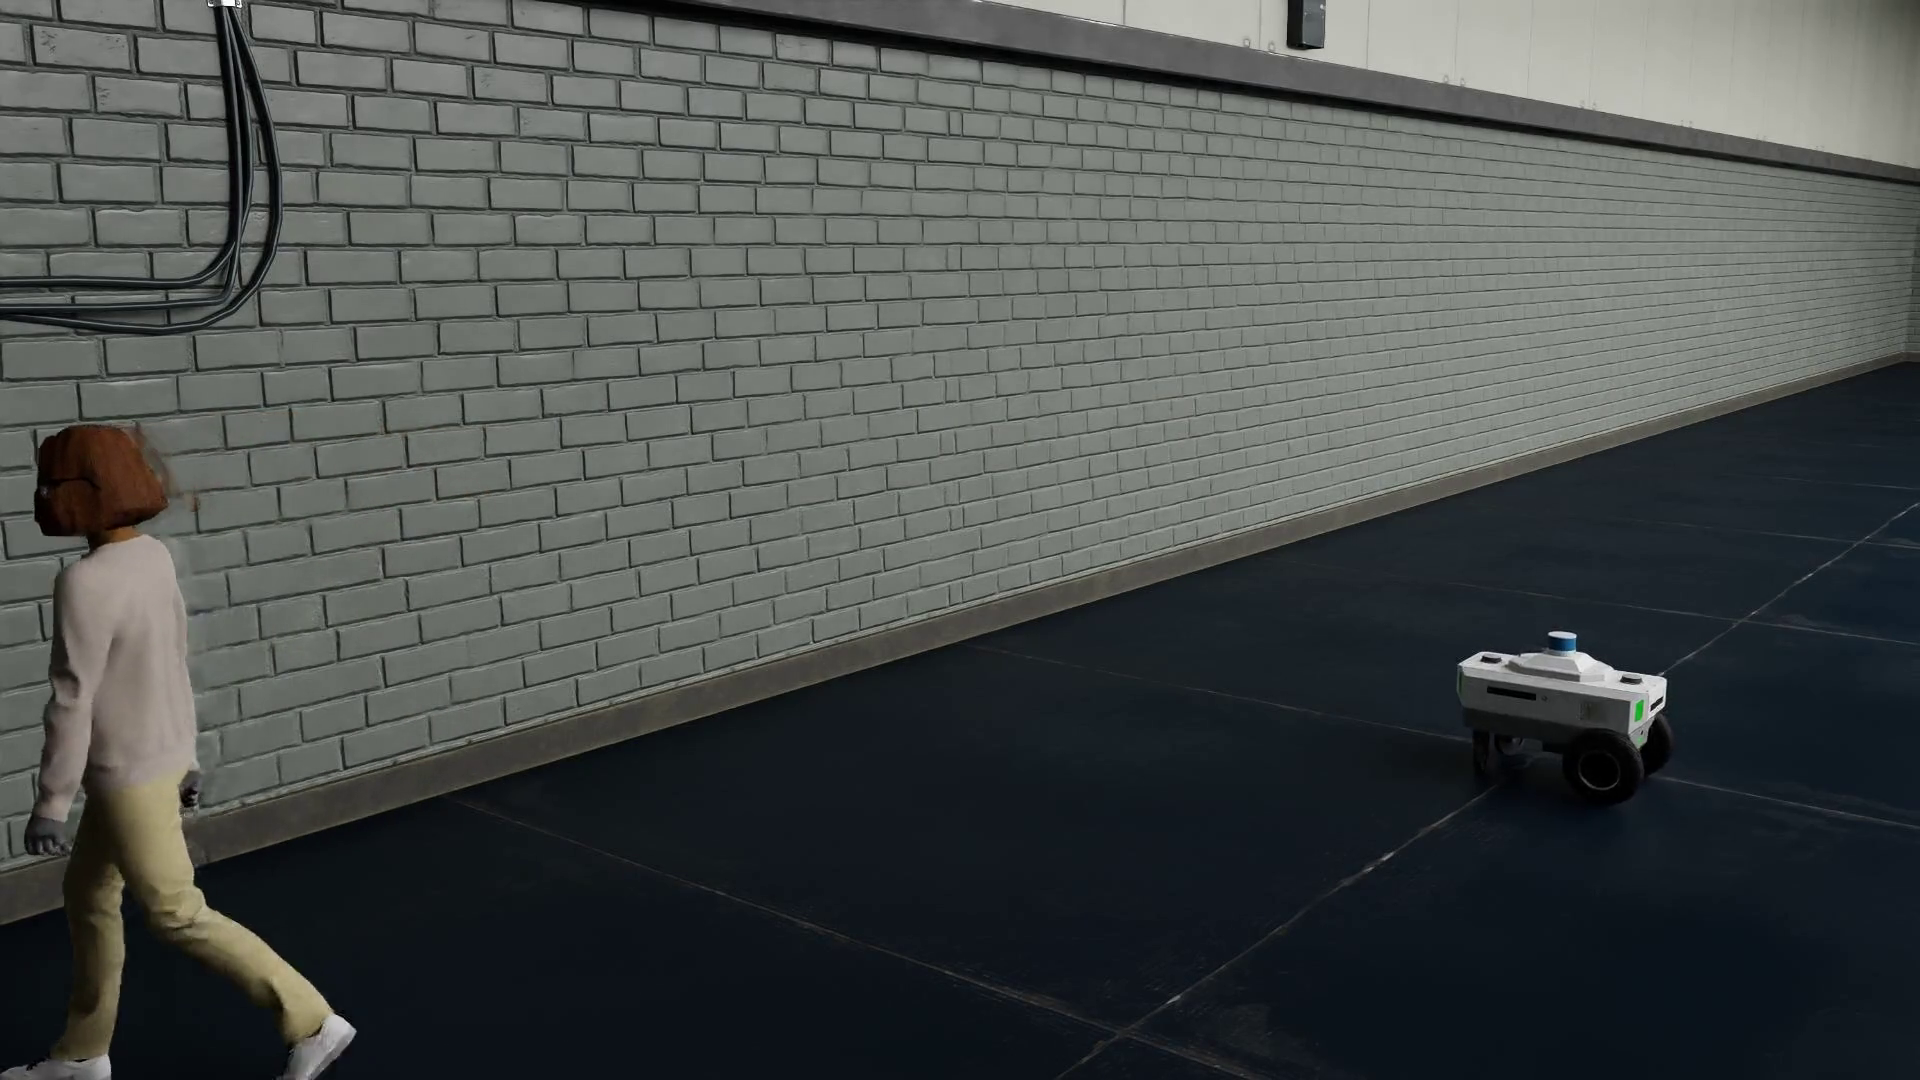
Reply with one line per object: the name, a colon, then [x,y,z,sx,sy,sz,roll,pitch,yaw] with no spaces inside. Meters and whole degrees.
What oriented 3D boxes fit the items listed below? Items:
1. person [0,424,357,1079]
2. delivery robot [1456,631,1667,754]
person: [-1.839,0.528,3.813,0.810,1.599,0.507,-2,10,-10]
delivery robot: [2.241,0.587,6.237,0.707,0.478,0.477,8,13,36]
